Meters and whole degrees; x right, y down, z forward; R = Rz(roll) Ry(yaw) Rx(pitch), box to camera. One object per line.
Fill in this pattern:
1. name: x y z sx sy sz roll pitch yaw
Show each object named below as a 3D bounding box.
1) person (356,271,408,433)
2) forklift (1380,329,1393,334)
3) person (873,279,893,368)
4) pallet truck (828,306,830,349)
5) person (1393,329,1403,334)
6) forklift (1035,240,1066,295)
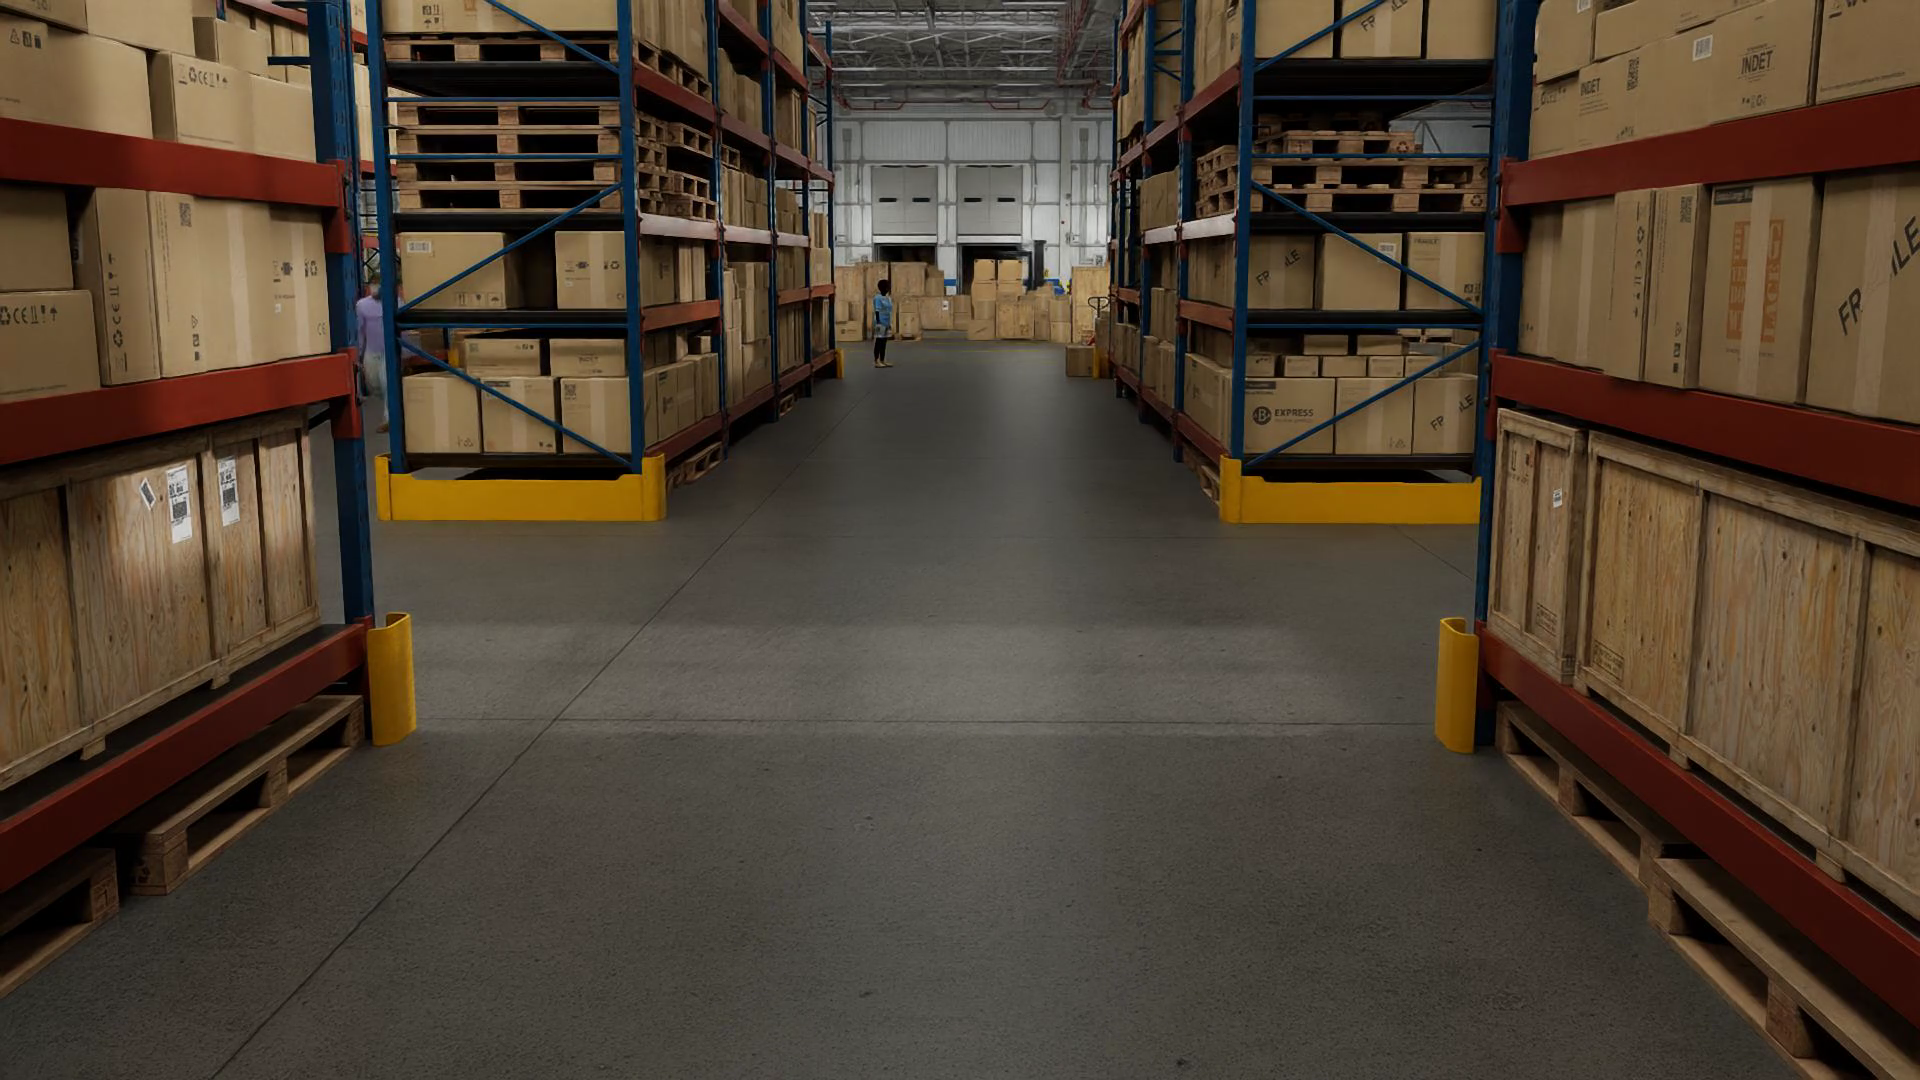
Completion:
1. person: -6.873 -2.244 19.880 0.637 1.921 0.614 2 10 11
2. forklift: 6.597 -4.079 27.997 1.129 2.768 1.873 0 9 1
3. person: -1.484 -4.154 31.980 0.321 1.697 0.530 4 10 25
4. pallet truck: -3.100 -3.940 29.800 1.885 1.965 0.823 3 10 19
5. person: 10.594 -5.628 40.197 0.458 1.902 0.630 -2 10 -13
6. forklift: 2.884 -9.440 60.107 1.873 2.768 1.129 0 9 3
